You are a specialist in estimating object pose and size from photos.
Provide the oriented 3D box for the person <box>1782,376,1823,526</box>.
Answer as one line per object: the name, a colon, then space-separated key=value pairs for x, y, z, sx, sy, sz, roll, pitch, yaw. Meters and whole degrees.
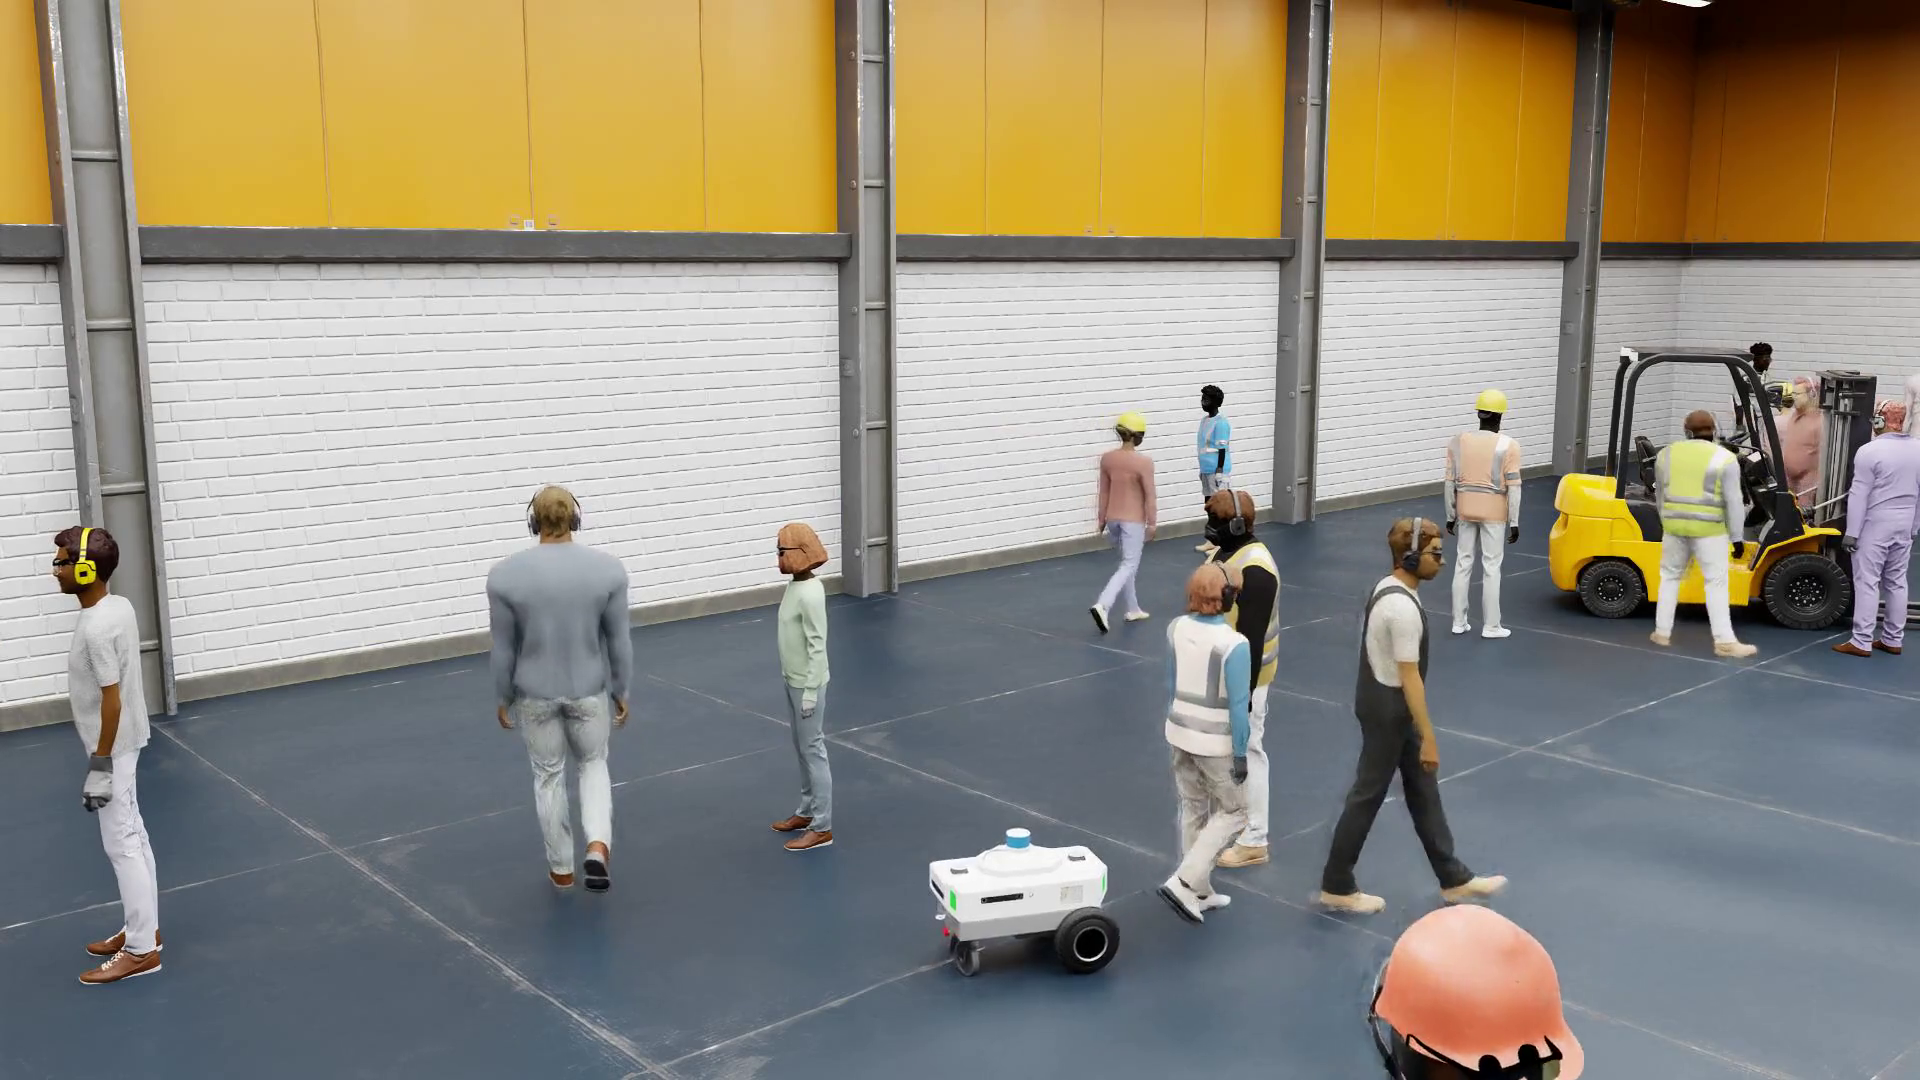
person: x=7.627 y=-0.521 z=14.824 sx=0.595 sy=1.894 sz=0.672 roll=0 pitch=10 yaw=0

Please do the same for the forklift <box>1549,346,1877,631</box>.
forklift: x=6.109 y=-0.478 z=13.691 sx=2.313 sy=2.155 sz=1.214 roll=3 pitch=10 yaw=16

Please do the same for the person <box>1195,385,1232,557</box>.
person: x=2.495 y=-0.685 z=16.380 sx=0.321 sy=1.691 sz=0.537 roll=-2 pitch=10 yaw=-13

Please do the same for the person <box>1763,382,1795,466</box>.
person: x=7.739 y=-0.607 z=15.704 sx=0.533 sy=1.765 sz=0.322 roll=-4 pitch=10 yaw=-20

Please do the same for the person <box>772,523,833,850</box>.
person: x=-0.790 y=0.722 z=8.301 sx=0.270 sy=1.632 sz=0.508 roll=-3 pitch=10 yaw=-16

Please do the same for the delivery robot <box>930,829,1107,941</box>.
delivery robot: x=0.239 y=1.448 z=6.931 sx=0.707 sy=0.478 sz=0.477 roll=-3 pitch=10 yaw=-16

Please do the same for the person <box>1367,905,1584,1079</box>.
person: x=0.736 y=1.496 z=2.709 sx=0.607 sy=2.011 sz=0.971 roll=-3 pitch=10 yaw=-19

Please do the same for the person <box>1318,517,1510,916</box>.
person: x=2.037 y=0.801 z=7.314 sx=0.908 sy=1.803 sz=0.547 roll=2 pitch=10 yaw=11

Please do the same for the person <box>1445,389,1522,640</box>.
person: x=4.041 y=-0.200 z=12.842 sx=0.593 sy=1.924 sz=0.380 roll=8 pitch=13 yaw=40

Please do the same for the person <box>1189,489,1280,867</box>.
person: x=1.323 y=0.659 z=8.105 sx=0.430 sy=1.835 sz=0.622 roll=-1 pitch=10 yaw=-8

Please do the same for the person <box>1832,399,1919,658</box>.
person: x=6.784 y=-0.086 z=12.265 sx=0.640 sy=1.902 sz=0.402 roll=-3 pitch=10 yaw=-19

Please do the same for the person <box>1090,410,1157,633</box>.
person: x=1.281 y=-0.154 z=13.145 sx=0.533 sy=1.741 sz=0.808 roll=9 pitch=14 yaw=44

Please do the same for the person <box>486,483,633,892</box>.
person: x=-1.807 y=0.704 z=7.569 sx=0.630 sy=1.922 sz=0.541 roll=-3 pitch=10 yaw=-18

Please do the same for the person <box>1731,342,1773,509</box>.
person: x=9.230 y=-1.329 z=19.385 sx=0.609 sy=1.958 sz=0.395 roll=-6 pitch=11 yaw=-32

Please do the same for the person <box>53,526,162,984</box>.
person: x=-3.481 y=0.865 z=6.771 sx=0.328 sy=1.873 sz=0.518 roll=-4 pitch=10 yaw=-20

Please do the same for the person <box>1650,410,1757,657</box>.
person: x=5.565 y=-0.050 z=12.356 sx=0.430 sy=1.812 sz=0.851 roll=-8 pitch=13 yaw=-40

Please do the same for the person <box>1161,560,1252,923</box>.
person: x=1.057 y=0.898 z=7.301 sx=0.447 sy=1.625 sz=0.518 roll=-7 pitch=12 yaw=-36

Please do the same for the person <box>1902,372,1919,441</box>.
person: x=11.339 y=-1.301 z=19.427 sx=0.645 sy=1.886 sz=0.734 roll=4 pitch=10 yaw=20
